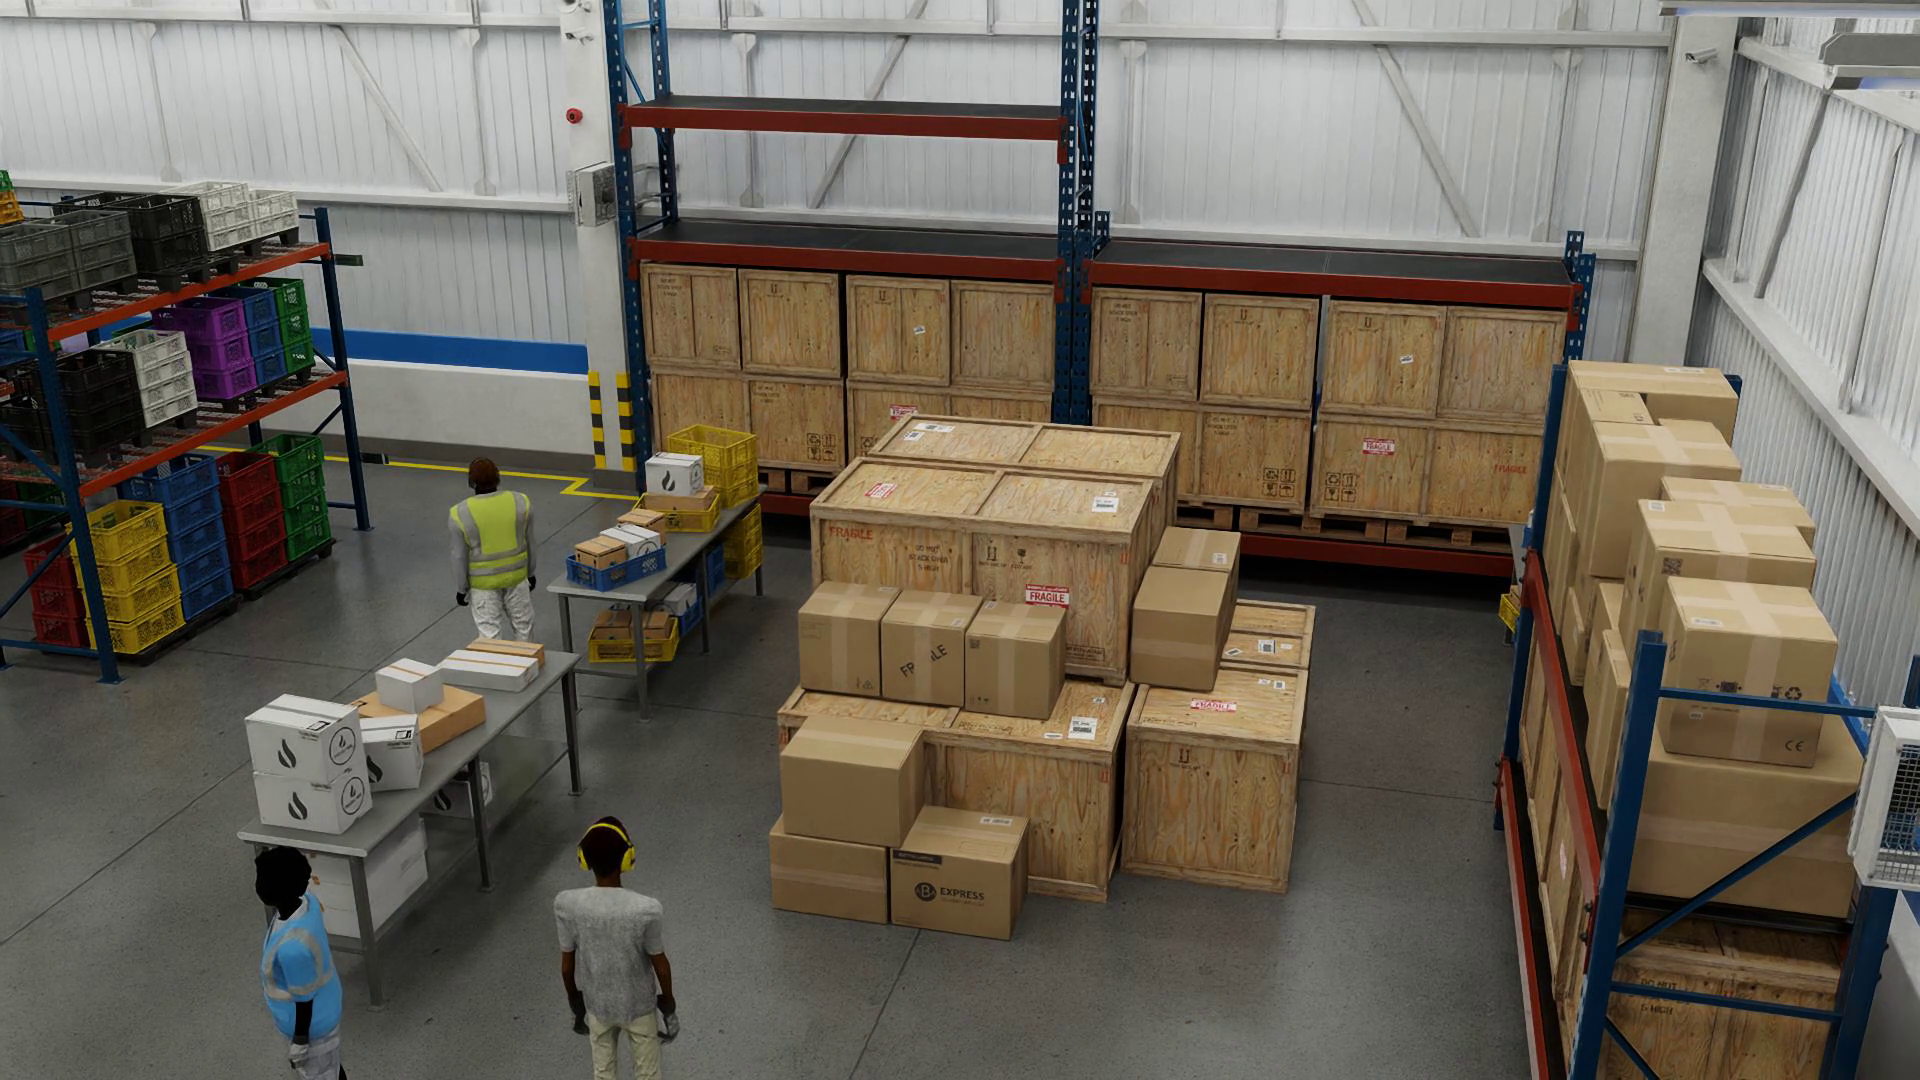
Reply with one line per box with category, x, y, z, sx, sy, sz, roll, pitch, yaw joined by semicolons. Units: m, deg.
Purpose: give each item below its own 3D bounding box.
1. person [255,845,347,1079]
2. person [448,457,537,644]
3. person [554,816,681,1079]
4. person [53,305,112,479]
person;-2.933;2.126;7.461;0.318;1.697;0.535;-7;22;-18
person;-3.372;0.285;12.089;0.622;1.837;0.430;-12;24;-29
person;-1.495;2.067;7.377;0.511;1.872;0.328;2;21;5
person;-8.735;-1.453;16.490;0.372;1.940;0.631;2;21;6
